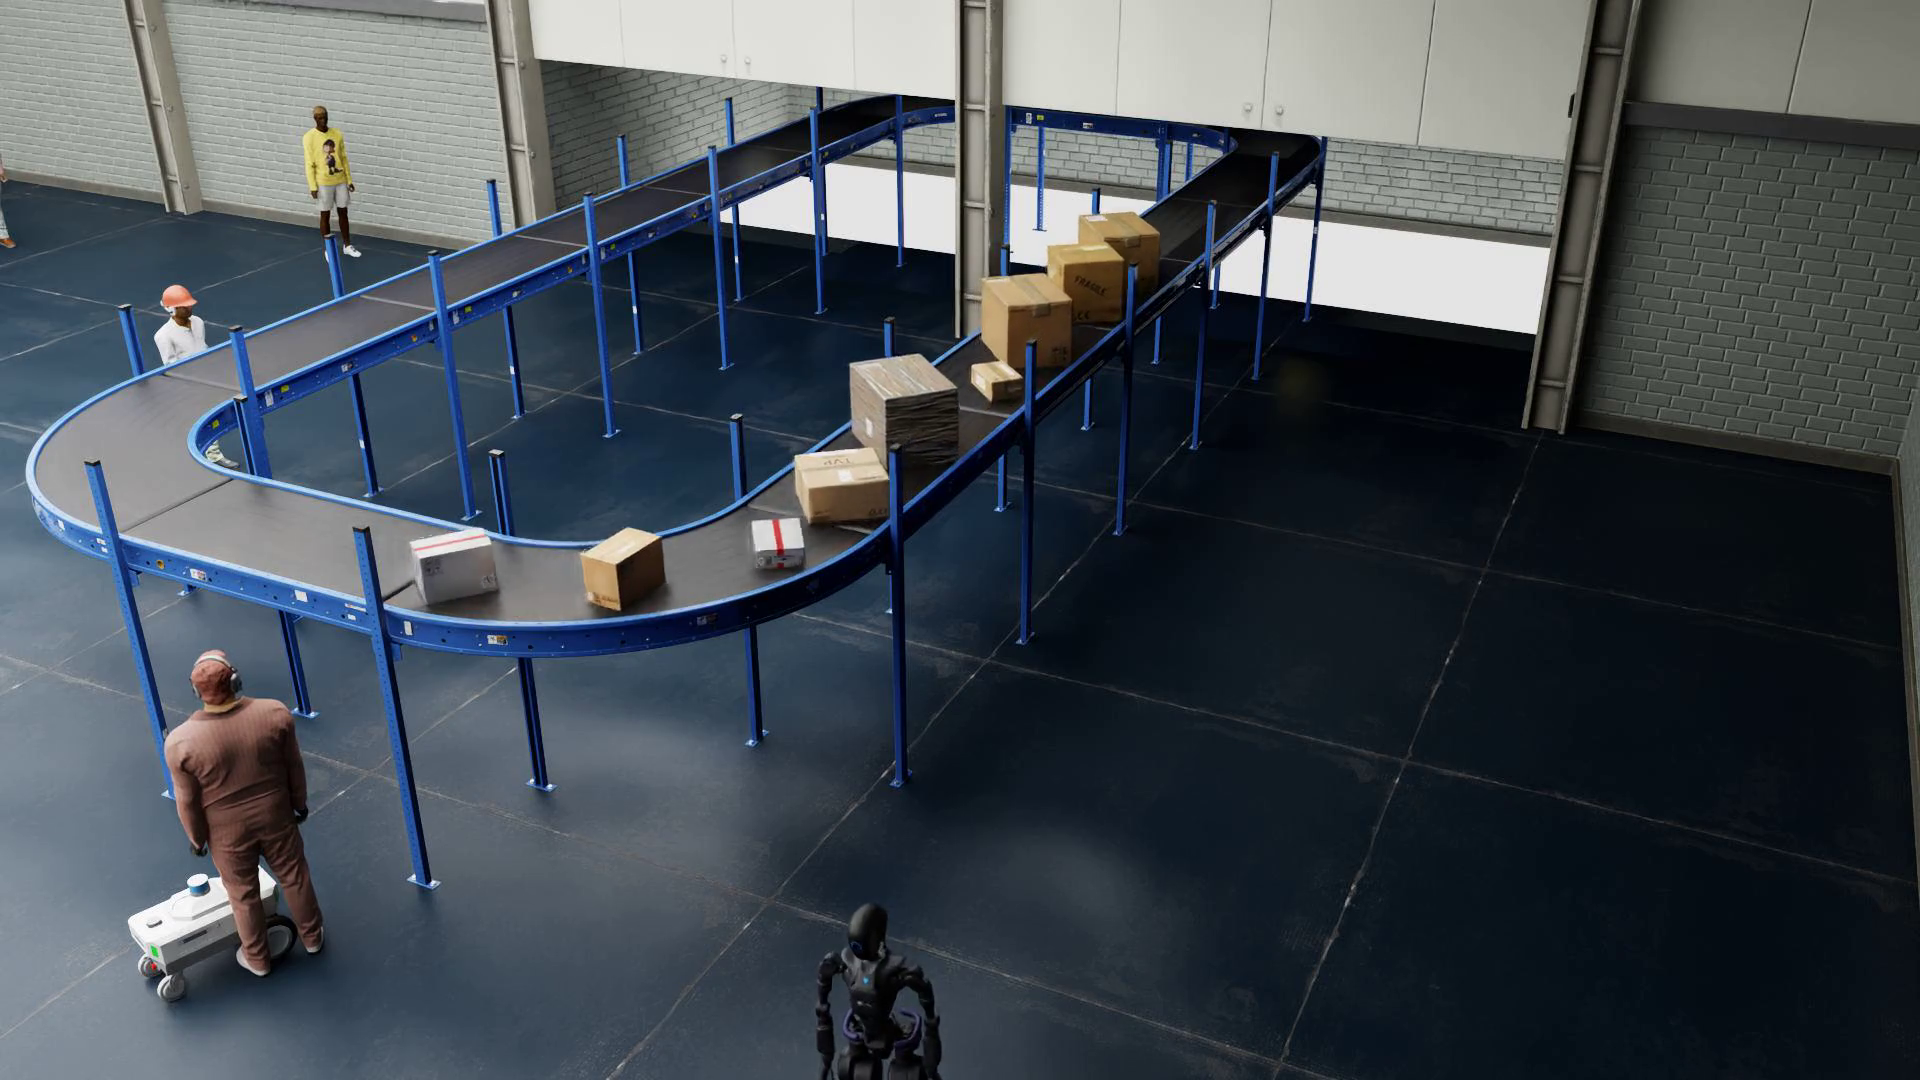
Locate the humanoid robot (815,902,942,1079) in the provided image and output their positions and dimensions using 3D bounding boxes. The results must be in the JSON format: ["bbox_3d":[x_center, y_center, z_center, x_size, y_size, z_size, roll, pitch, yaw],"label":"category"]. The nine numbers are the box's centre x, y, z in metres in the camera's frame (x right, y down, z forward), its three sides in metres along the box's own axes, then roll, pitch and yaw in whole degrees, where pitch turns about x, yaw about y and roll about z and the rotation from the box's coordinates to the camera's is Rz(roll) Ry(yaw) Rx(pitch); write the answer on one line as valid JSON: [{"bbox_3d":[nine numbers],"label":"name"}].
[{"bbox_3d":[-0.320,2.274,7.355,0.609,1.656,0.448,7,27,15],"label":"humanoid robot"}]

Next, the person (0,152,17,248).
[{"bbox_3d":[-12.305,-4.599,20.871,0.377,1.937,0.627,22,34,37],"label":"person"}]

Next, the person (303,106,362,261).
[{"bbox_3d":[-7.763,-4.401,20.511,0.551,1.899,0.360,-24,35,-39],"label":"person"}]

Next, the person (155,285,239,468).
[{"bbox_3d":[-6.711,-1.384,14.590,0.322,1.755,0.562,5,27,11],"label":"person"}]

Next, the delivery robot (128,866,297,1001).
[{"bbox_3d":[-4.036,2.074,8.997,0.803,0.614,0.499,-24,35,-39],"label":"delivery robot"}]

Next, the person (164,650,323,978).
[{"bbox_3d":[-3.750,1.440,8.738,0.642,1.905,0.403,-18,32,-32],"label":"person"}]
